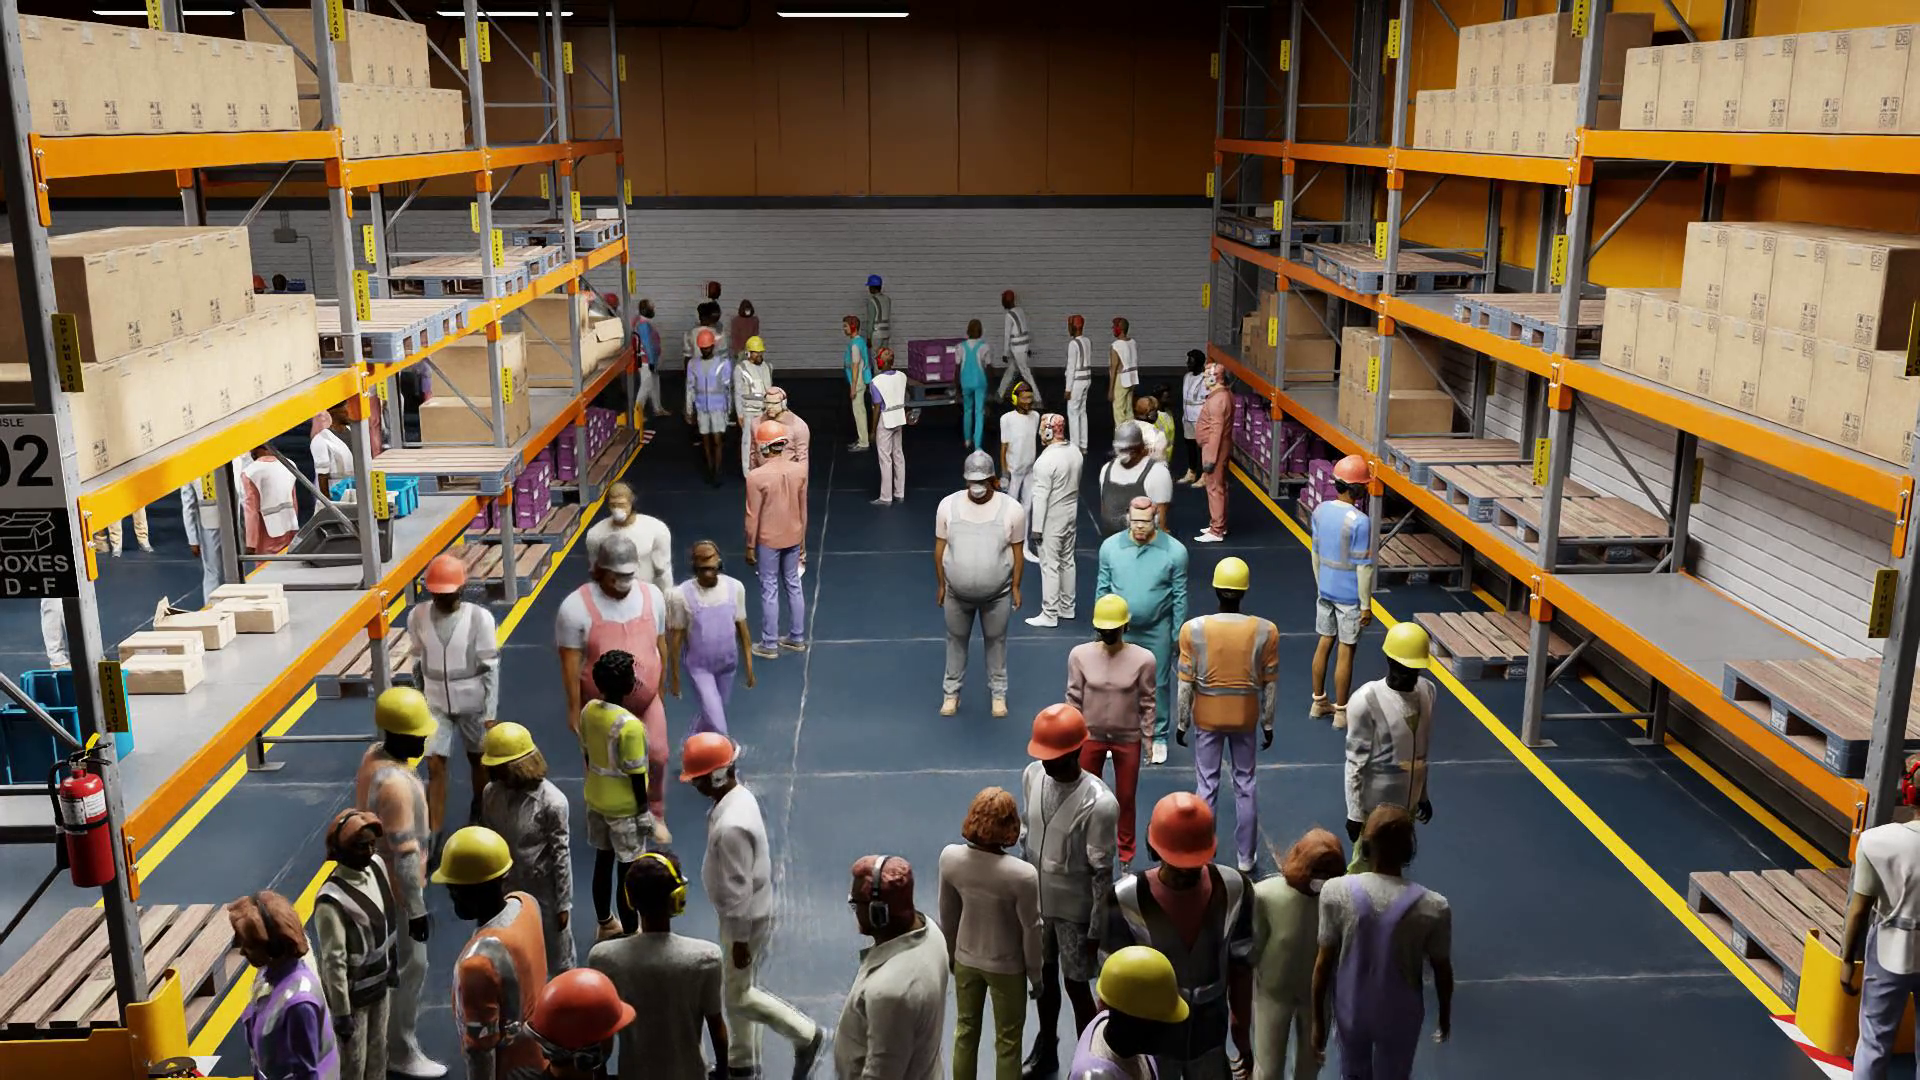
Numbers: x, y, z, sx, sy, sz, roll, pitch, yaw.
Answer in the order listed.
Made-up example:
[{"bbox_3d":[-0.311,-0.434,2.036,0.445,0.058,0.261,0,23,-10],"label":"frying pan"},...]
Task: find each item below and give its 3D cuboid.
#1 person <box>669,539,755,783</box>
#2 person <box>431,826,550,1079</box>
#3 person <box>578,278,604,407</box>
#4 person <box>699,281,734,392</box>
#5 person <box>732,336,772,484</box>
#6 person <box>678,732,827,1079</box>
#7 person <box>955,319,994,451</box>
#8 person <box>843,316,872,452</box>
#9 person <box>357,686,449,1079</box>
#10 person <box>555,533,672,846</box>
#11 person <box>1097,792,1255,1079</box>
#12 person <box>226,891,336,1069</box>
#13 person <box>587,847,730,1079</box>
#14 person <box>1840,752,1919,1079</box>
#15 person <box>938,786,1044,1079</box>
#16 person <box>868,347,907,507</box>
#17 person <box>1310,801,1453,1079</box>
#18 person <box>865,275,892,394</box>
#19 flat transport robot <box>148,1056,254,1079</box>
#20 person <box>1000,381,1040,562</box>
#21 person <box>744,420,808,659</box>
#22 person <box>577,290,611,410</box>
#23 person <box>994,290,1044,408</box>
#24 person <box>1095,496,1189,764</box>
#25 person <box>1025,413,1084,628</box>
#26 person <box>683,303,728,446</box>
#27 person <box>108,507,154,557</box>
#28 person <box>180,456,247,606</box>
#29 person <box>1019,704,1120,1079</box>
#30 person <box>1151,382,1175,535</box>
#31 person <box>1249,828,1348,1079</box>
[{"bbox_3d":[-1.664,0.829,10.983,0.536,1.796,0.917,-9,17,-31],"label":"person"},{"bbox_3d":[-1.723,1.971,6.237,0.393,1.919,0.582,2,14,6],"label":"person"},{"bbox_3d":[-5.779,-2.977,25.407,0.688,2.000,0.539,11,18,36],"label":"person"},{"bbox_3d":[-4.014,-3.263,26.938,1.005,1.827,0.668,-12,19,-39],"label":"person"},{"bbox_3d":[-2.491,-1.585,20.357,0.404,1.832,0.600,13,19,41],"label":"person"},{"bbox_3d":[-0.981,1.705,7.659,0.566,1.724,0.612,-2,14,-9],"label":"person"},{"bbox_3d":[0.192,-2.065,22.344,0.530,1.791,0.926,3,15,11],"label":"person"},{"bbox_3d":[-1.375,-2.106,22.412,0.386,1.834,0.561,0,14,-1],"label":"person"},{"bbox_3d":[-2.615,1.585,7.765,0.450,1.902,0.653,-6,16,-24],"label":"person"},{"bbox_3d":[-2.070,0.926,10.085,0.701,2.000,0.560,-8,16,-27],"label":"person"},{"bbox_3d":[0.825,1.896,6.317,0.613,2.028,0.409,-3,15,-11],"label":"person"},{"bbox_3d":[-2.557,2.083,6.387,0.328,1.621,0.546,-4,15,-15],"label":"person"},{"bbox_3d":[-1.092,2.024,6.125,0.516,1.865,0.325,-1,14,-2],"label":"person"},{"bbox_3d":[4.044,1.802,7.060,0.562,1.836,0.396,3,15,11],"label":"person"},{"bbox_3d":[0.141,1.851,7.263,0.499,1.634,0.280,8,16,29],"label":"person"},{"bbox_3d":[-0.824,-1.301,19.212,0.388,1.847,0.564,11,18,37],"label":"person"},{"bbox_3d":[1.715,1.898,6.733,0.514,1.805,0.884,7,16,26],"label":"person"},{"bbox_3d":[-1.338,-3.331,27.008,0.412,1.939,0.596,8,16,27],"label":"person"},{"bbox_3d":[-3.327,2.625,6.942,0.652,0.197,1.431,0,14,-1],"label":"flat transport robot"},{"bbox_3d":[0.614,-0.672,16.700,0.533,1.868,0.310,-11,18,-38],"label":"person"},{"bbox_3d":[-1.537,-0.009,13.872,0.614,1.987,0.408,-14,20,-43],"label":"person"},{"bbox_3d":[-5.438,-2.685,24.398,0.448,1.967,0.636,0,14,0],"label":"person"},{"bbox_3d":[0.863,-2.949,25.749,1.018,1.824,0.591,5,15,20],"label":"person"},{"bbox_3d":[1.253,0.622,11.569,0.650,1.899,0.399,4,15,16],"label":"person"},{"bbox_3d":[0.820,-0.177,14.701,0.399,1.900,0.645,10,17,33],"label":"person"},{"bbox_3d":[-3.474,-2.269,22.804,0.609,1.956,0.399,0,14,0],"label":"person"},{"bbox_3d":[-8.589,-0.708,17.069,0.575,1.749,0.336,-10,17,-35],"label":"person"},{"bbox_3d":[-6.402,-0.091,14.346,0.399,1.906,0.603,9,17,31],"label":"person"},{"bbox_3d":[0.451,1.642,7.512,0.389,1.925,0.550,-12,19,-40],"label":"person"},{"bbox_3d":[2.115,-0.845,17.723,0.317,1.695,0.540,8,17,30],"label":"person"},{"bbox_3d":[1.412,1.923,7.012,0.522,1.610,0.440,0,14,0],"label":"person"}]
